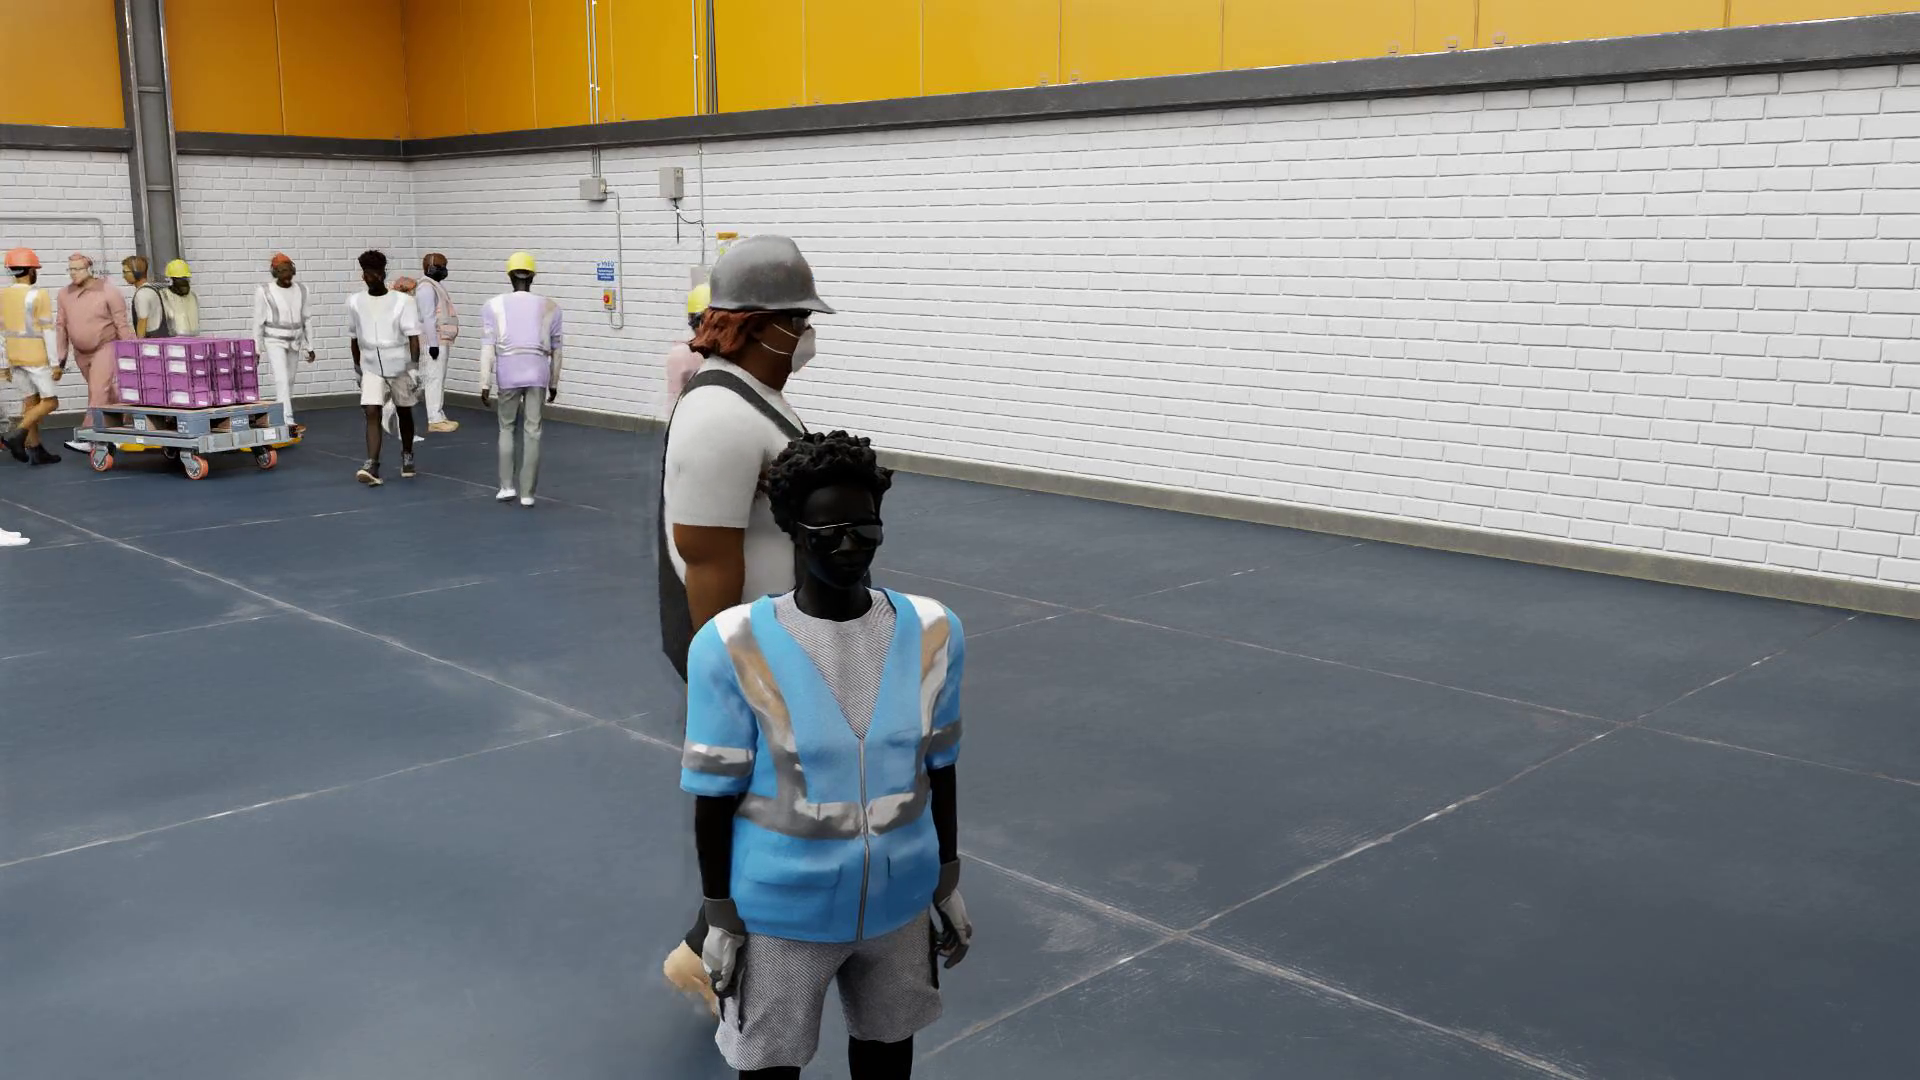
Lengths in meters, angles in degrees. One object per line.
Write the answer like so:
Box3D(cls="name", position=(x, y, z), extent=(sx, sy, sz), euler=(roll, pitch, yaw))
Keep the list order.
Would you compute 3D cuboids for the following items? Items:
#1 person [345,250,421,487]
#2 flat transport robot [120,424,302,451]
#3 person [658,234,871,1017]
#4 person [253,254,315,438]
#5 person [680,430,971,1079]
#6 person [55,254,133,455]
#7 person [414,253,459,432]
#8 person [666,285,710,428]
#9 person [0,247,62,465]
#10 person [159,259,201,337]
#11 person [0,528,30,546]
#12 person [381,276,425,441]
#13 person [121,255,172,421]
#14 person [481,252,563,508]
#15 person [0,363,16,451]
Box3D(cls="person", position=(-4.684, -1.402, 13.589), extent=(0.632, 1.900, 1.034), euler=(-1, 10, -3))
Box3D(cls="flat transport robot", position=(-7.058, -0.977, 15.701), extent=(1.431, 0.197, 0.652), euler=(0, 10, 1))
Box3D(cls="person", position=(-0.496, 0.234, 4.269), extent=(0.537, 2.000, 0.688), euler=(-1, 10, -8))
Box3D(cls="person", position=(-6.832, -1.951, 16.790), extent=(0.727, 1.843, 0.596), euler=(7, 13, 35))
Box3D(cls="person", position=(-0.223, 0.648, 2.949), extent=(0.532, 1.697, 0.319), euler=(-5, 12, -25))
Box3D(cls="person", position=(-8.091, -1.727, 15.514), extent=(0.663, 1.855, 1.047), euler=(2, 11, 12))
Box3D(cls="person", position=(-5.415, -2.047, 17.255), extent=(0.429, 1.840, 0.635), euler=(-2, 11, -10))
Box3D(cls="person", position=(-1.340, -0.522, 9.170), extent=(0.523, 1.755, 0.568), euler=(-7, 12, -32))
Box3D(cls="person", position=(-8.156, -1.578, 14.480), extent=(0.556, 1.918, 0.612), euler=(3, 11, 17))
Box3D(cls="person", position=(-7.777, -1.907, 16.652), extent=(0.948, 1.773, 0.591), euler=(5, 12, 28))
Box3D(cls="person", position=(-6.370, -0.883, 10.846), extent=(0.329, 1.865, 0.507), euler=(-8, 13, -36))
Box3D(cls="person", position=(-5.522, -1.777, 16.367), extent=(0.452, 1.622, 0.583), euler=(-3, 11, -14))
Box3D(cls="person", position=(-7.864, -1.836, 16.133), extent=(0.391, 1.827, 0.526), euler=(-4, 11, -21))
Box3D(cls="person", position=(-3.290, -1.208, 12.512), extent=(0.617, 1.891, 0.684), euler=(-3, 11, -18))
Box3D(cls="person", position=(-8.891, -1.661, 14.934), extent=(0.641, 1.918, 0.543), euler=(1, 10, 7))
